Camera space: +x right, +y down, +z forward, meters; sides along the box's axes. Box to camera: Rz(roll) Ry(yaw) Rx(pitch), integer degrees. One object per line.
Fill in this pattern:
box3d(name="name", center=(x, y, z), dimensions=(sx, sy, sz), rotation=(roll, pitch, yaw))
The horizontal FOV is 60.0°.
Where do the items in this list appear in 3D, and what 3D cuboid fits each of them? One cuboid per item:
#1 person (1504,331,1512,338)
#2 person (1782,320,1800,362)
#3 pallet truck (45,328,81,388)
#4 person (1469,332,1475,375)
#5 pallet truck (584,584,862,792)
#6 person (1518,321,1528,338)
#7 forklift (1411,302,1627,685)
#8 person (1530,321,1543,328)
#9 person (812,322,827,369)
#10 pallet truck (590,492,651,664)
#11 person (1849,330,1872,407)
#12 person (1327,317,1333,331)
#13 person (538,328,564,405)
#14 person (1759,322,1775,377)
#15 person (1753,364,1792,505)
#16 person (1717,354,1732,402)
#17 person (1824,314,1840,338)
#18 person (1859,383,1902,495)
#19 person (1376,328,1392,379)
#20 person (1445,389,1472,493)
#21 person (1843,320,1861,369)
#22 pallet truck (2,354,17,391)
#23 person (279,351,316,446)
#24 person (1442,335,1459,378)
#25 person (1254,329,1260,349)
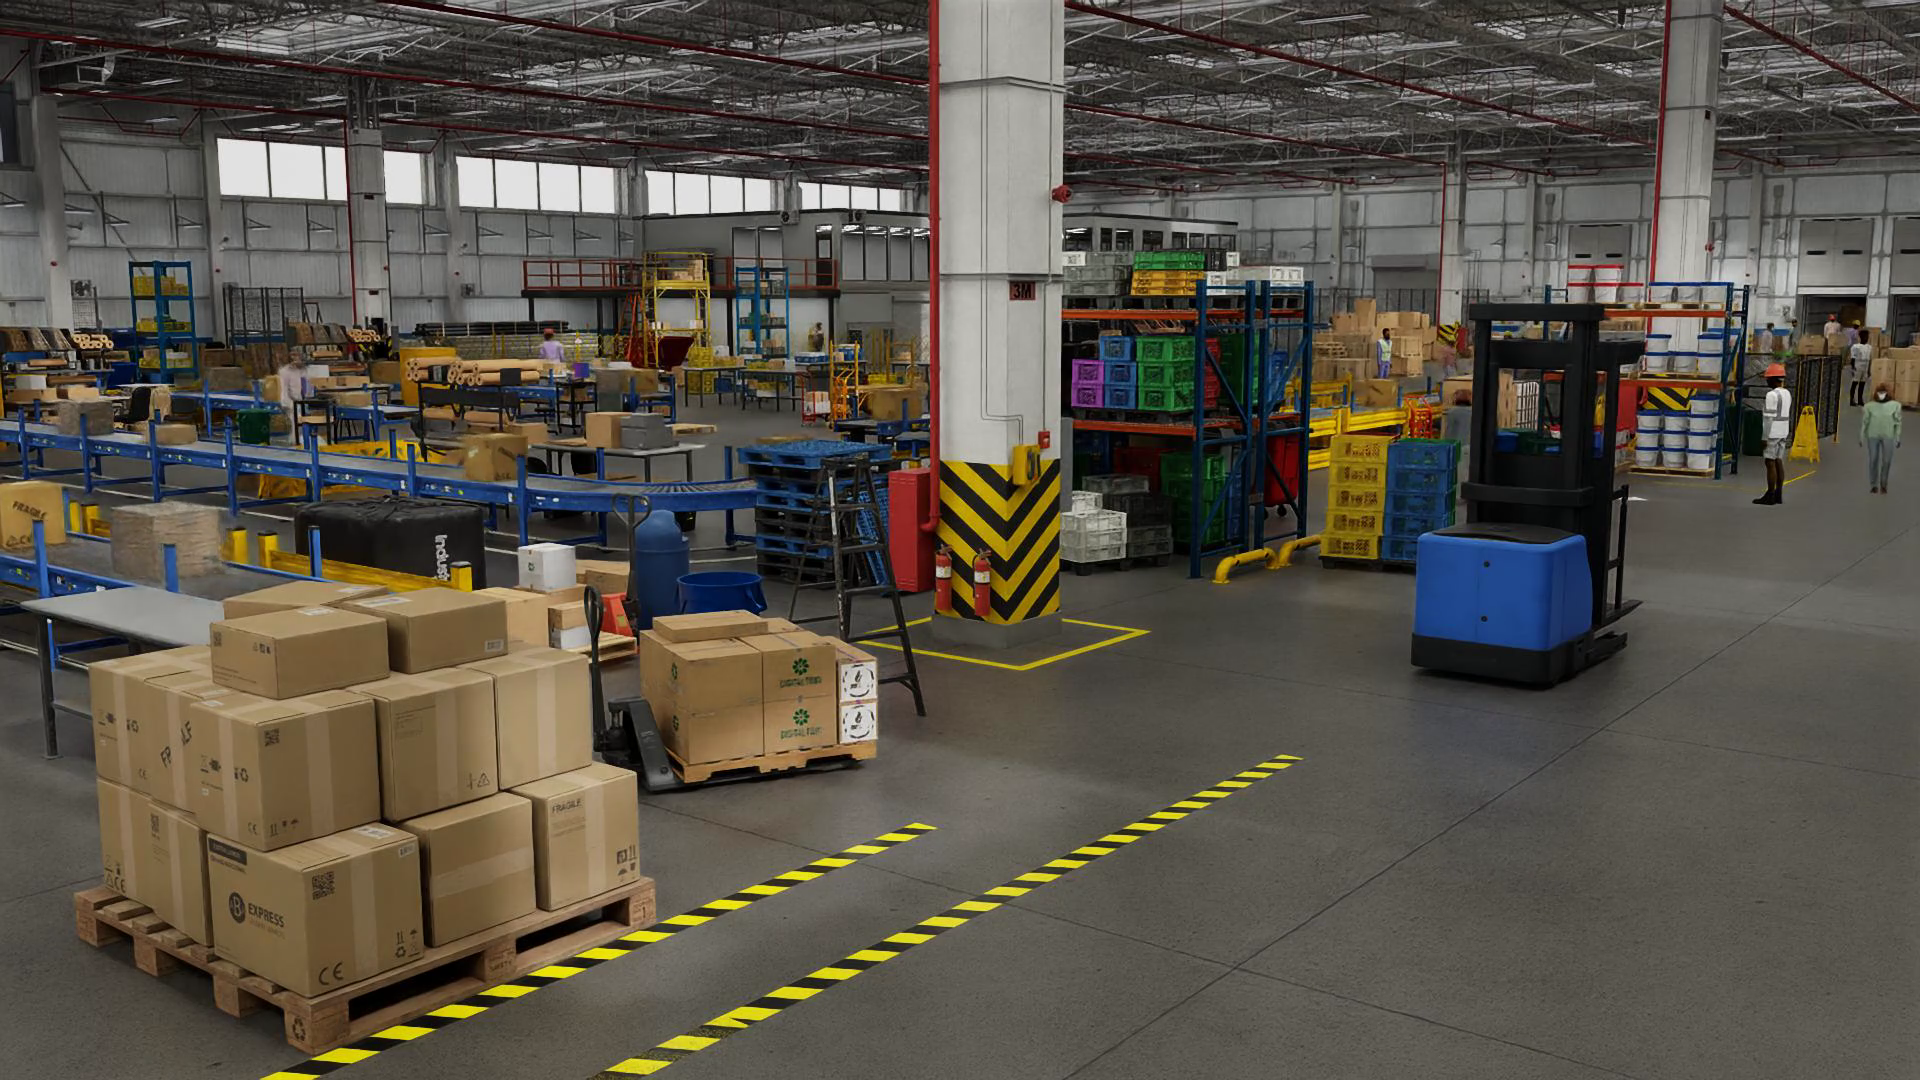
box3d(name="person", center=(16.954, -5.619, 51.595), dimensions=(0.294, 1.744, 0.487), rotation=(0, 8, 1))
box3d(name="person", center=(33.585, -7.928, 66.889), dimensions=(0.946, 1.819, 0.543), rotation=(3, 9, 21))
box3d(name="pallet truck", center=(-23.775, -4.544, 43.495), dimensions=(1.885, 1.965, 0.823), rotation=(6, 10, 35))
box3d(name="person", center=(14.545, -4.920, 46.586), dimensions=(0.526, 1.847, 0.818), rotation=(-8, 12, -44))
box3d(name="pallet truck", center=(-1.426, 0.805, 10.019), dimensions=(1.601, 1.201, 0.680), rotation=(-4, 9, -26))
box3d(name="person", center=(25.409, -9.230, 75.379), dimensions=(0.803, 1.912, 0.628), rotation=(7, 11, 41))
box3d(name="forklift", center=(4.379, -0.438, 12.852), dimensions=(1.129, 2.768, 1.873), rotation=(7, 11, 37))
box3d(name="person", center=(24.287, -8.396, 70.127), dimensions=(0.630, 1.804, 0.917), rotation=(1, 9, 9))
box3d(name="person", center=(-5.429, -7.423, 63.560), dimensions=(0.931, 1.816, 0.511), rotation=(6, 10, 33))
box3d(name="pallet truck", center=(-3.115, 0.344, 12.883), dimensions=(0.653, 1.274, 1.630), rotation=(7, 11, 37))
box3d(name="person", center=(23.018, -4.379, 42.485), dimensions=(0.607, 1.966, 0.367), rotation=(-3, 9, -18))
box3d(name="person", center=(16.135, -8.791, 72.496), dimensions=(0.354, 1.886, 0.572), rotation=(2, 9, 10))
box3d(name="person", center=(-10.550, -4.474, 42.995), dimensions=(0.677, 2.005, 0.423), rotation=(-3, 9, -18))
box3d(name="person", center=(27.648, -6.493, 56.896), dimensions=(0.542, 1.915, 0.624), rotation=(8, 12, 44))
box3d(name="person", center=(11.147, -1.444, 22.823), dimensions=(0.541, 1.931, 0.384), rotation=(-7, 11, -41))
box3d(name="person", center=(16.585, -3.438, 36.351), dimensions=(0.550, 1.909, 0.735), rotation=(-3, 9, -21))
box3d(name="person", center=(37.680, -8.753, 71.908), dimensions=(0.610, 1.986, 0.392), rotation=(5, 10, 31))
box3d(name="person", center=(13.188, -1.439, 23.856), dimensions=(0.521, 1.601, 0.738), rotation=(5, 10, 31))
box3d(name="person", center=(11.975, -5.018, 46.955), dimensions=(0.592, 1.920, 0.392), rotation=(-7, 11, -39))
box3d(name="person", center=(6.812, -1.240, 22.553), dimensions=(0.704, 1.609, 0.329), rotation=(-1, 9, -9))
box3d(name="person", center=(34.242, -7.476, 63.663), dimensions=(0.607, 1.864, 1.020), rotation=(-4, 9, -23))
box3d(name="pallet truck", center=(-24.881, -4.417, 42.634), dimensions=(1.885, 1.965, 0.823), rotation=(8, 11, 41))
box3d(name="person", center=(-11.812, -2.428, 29.665), dimensions=(0.715, 1.865, 0.738), rotation=(5, 10, 30))
box3d(name="person", center=(13.732, -4.838, 46.367), dimensions=(0.547, 1.717, 0.877), rotation=(-7, 11, -41))
box3d(name="person", center=(12.079, -8.041, 67.343), dimensions=(0.553, 1.917, 0.594), rotation=(3, 9, 20))
